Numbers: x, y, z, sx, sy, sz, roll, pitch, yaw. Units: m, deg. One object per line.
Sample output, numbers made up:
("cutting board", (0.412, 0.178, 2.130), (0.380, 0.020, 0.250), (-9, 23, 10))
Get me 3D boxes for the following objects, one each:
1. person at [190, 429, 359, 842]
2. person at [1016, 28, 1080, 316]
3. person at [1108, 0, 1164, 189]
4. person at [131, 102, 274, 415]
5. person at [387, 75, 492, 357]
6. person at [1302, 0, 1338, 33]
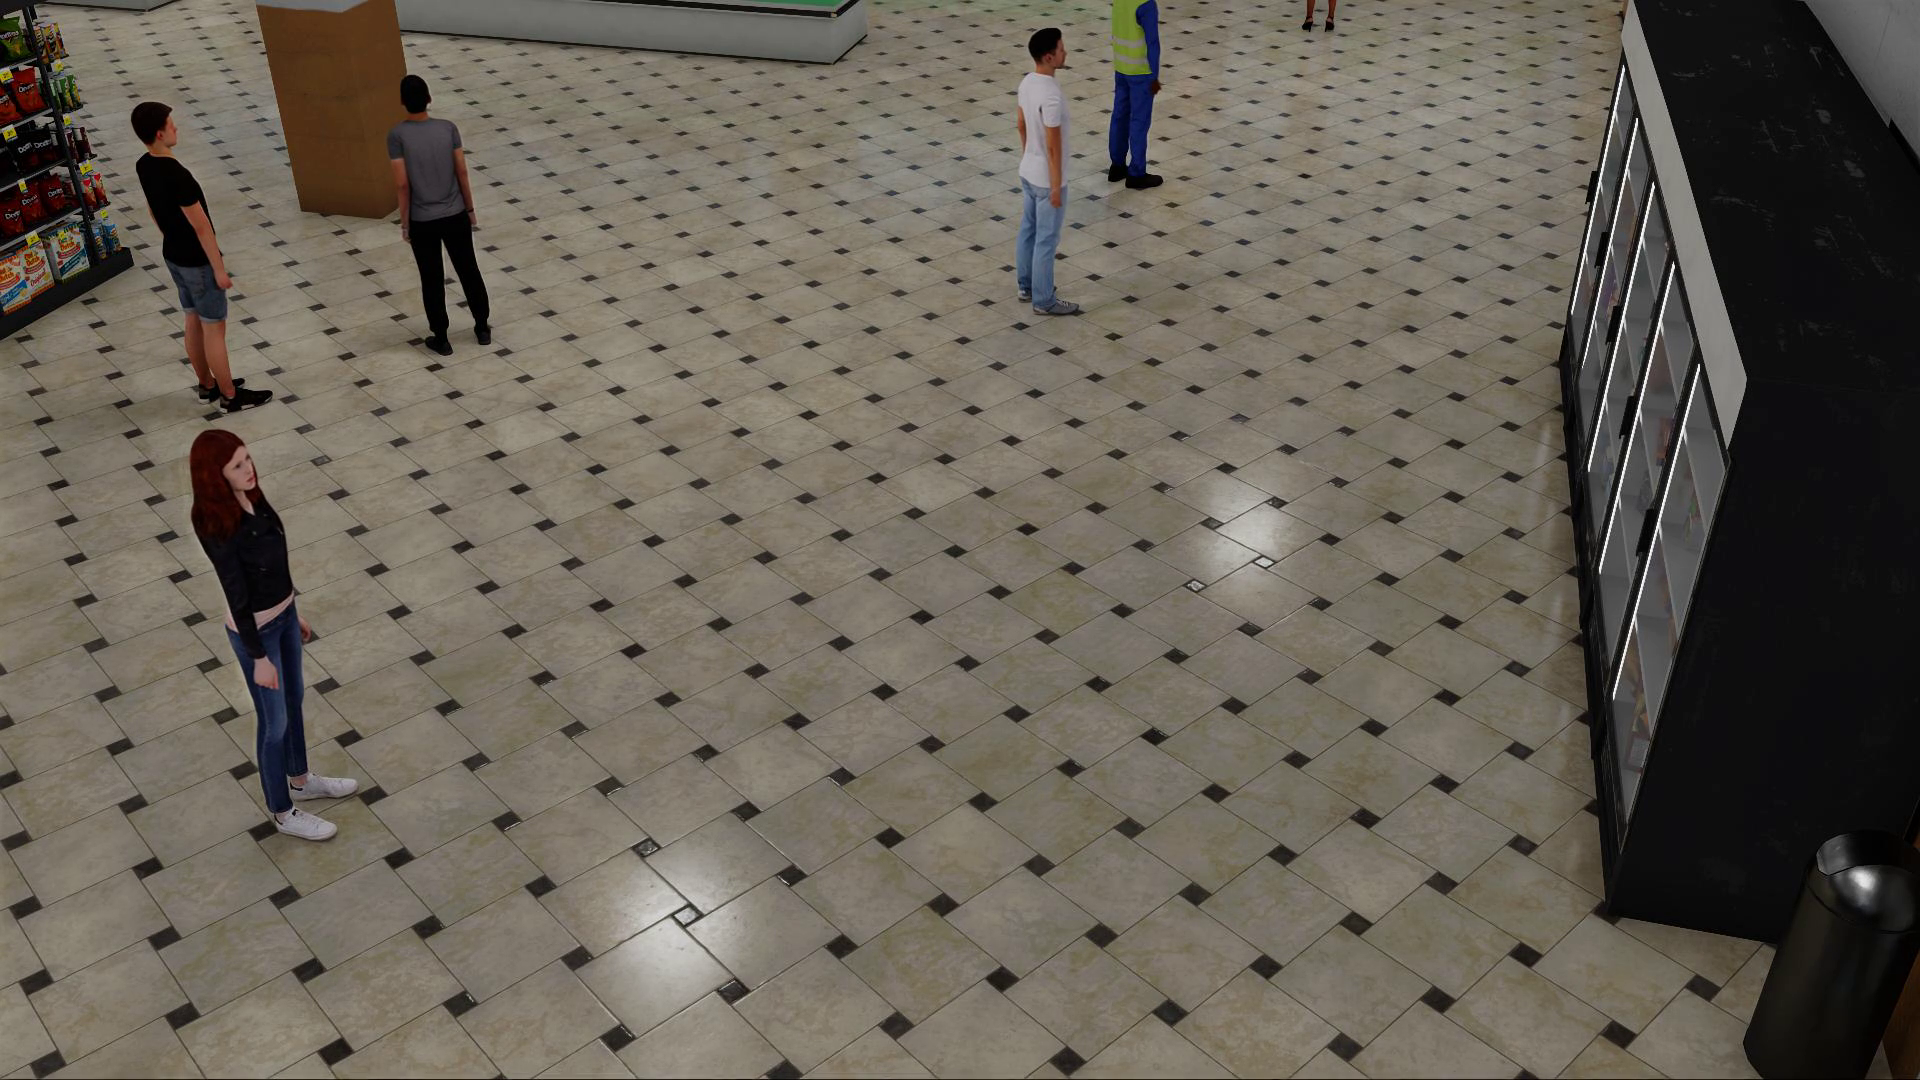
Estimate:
("person", (-2.695, 0.367, 6.479), (0.592, 1.787, 0.628), (1, 32, 1))
("person", (0.543, -2.396, 10.844), (0.778, 1.865, 0.760), (-11, 34, -17))
("person", (1.358, -3.668, 12.939), (0.811, 1.812, 0.749), (-17, 36, -25))
("person", (-4.456, -1.597, 9.641), (0.640, 1.780, 0.789), (22, 38, 32))
("person", (-3.254, -2.017, 10.340), (0.695, 1.754, 0.740), (-19, 37, -28))
("person", (3.706, -6.052, 16.799), (0.496, 1.781, 0.669), (4, 32, 6))
